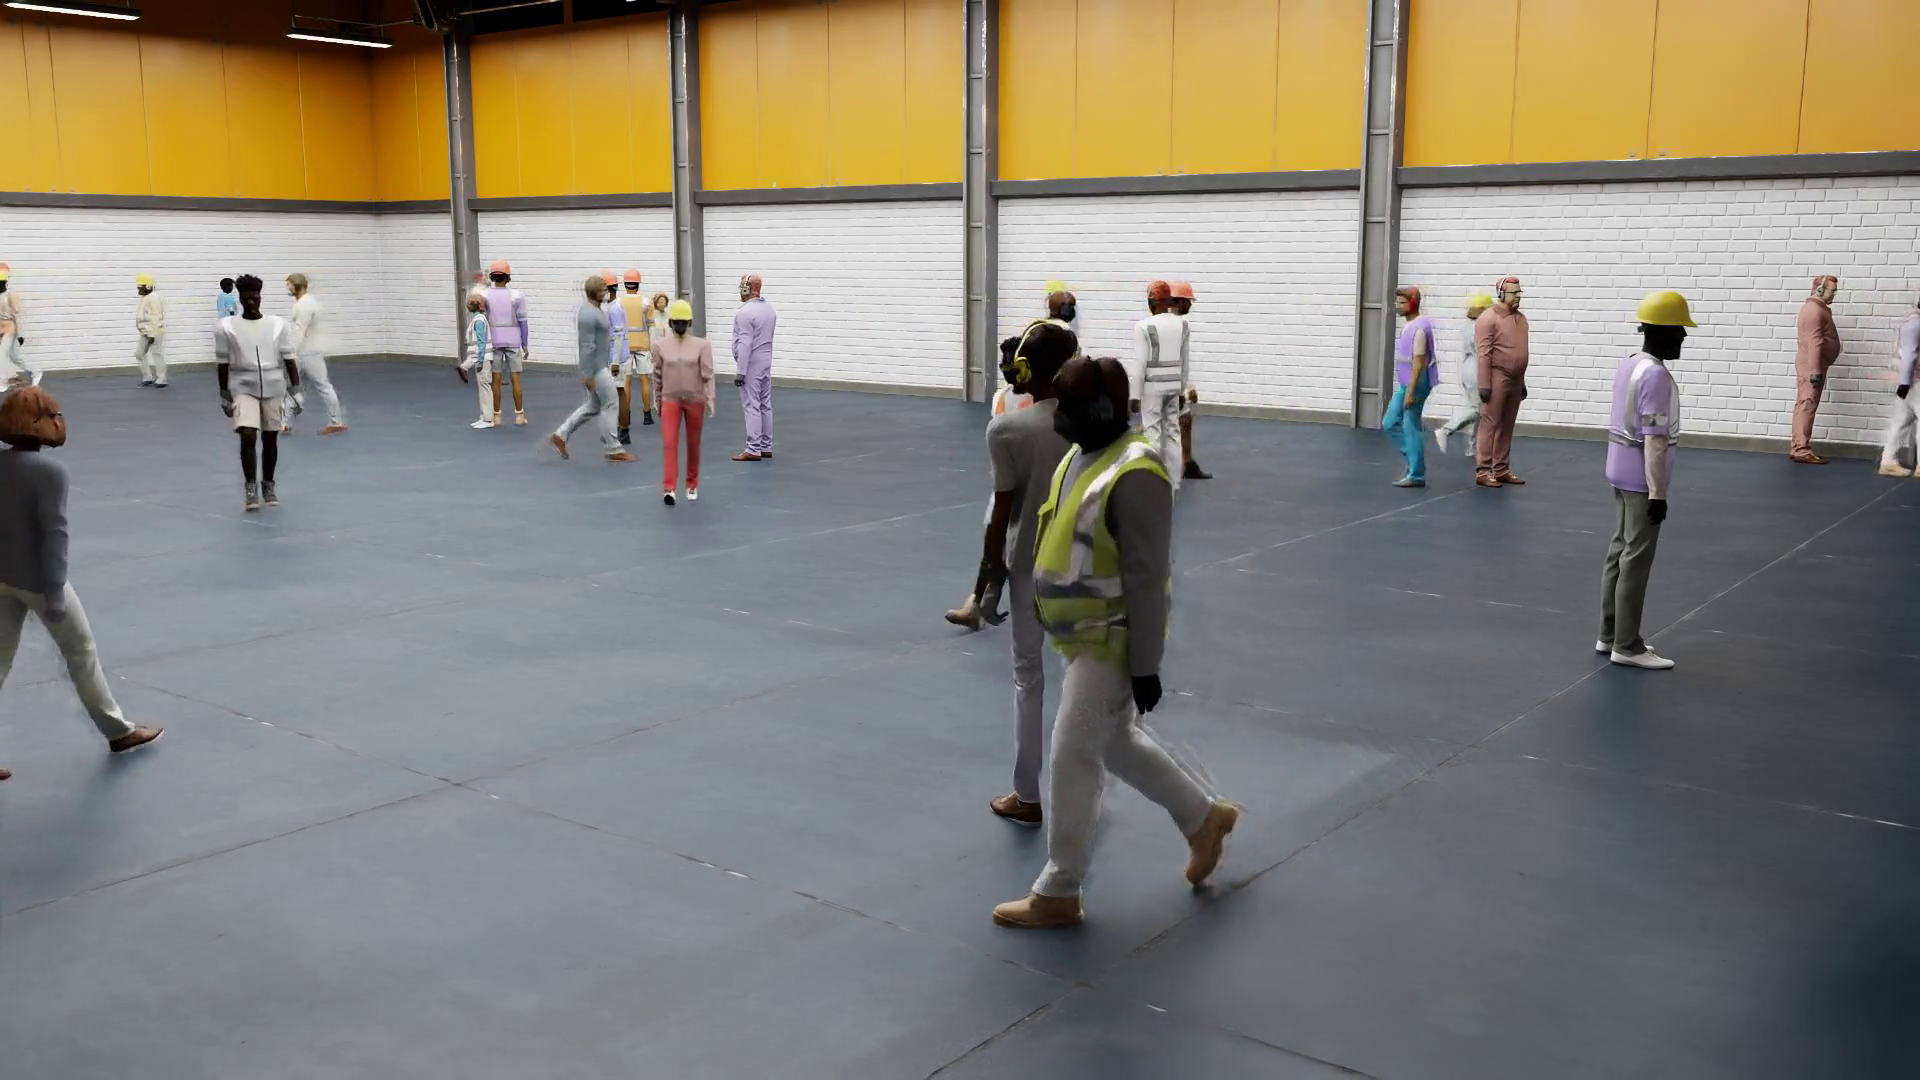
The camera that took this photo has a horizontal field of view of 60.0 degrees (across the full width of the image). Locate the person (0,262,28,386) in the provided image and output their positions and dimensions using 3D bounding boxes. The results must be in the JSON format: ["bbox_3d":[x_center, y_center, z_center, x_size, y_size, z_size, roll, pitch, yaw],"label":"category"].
[{"bbox_3d":[-15.262,-3.466,26.745,0.659,1.976,0.675,7,12,35],"label":"person"}]

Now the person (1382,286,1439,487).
[{"bbox_3d":[4.059,-1.365,14.962,0.455,1.818,0.596,0,10,1],"label":"person"}]

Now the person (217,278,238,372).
[{"bbox_3d":[-13.140,-3.858,29.877,0.532,1.693,0.319,9,14,44],"label":"person"}]

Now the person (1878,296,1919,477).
[{"bbox_3d":[9.135,-1.480,15.692,0.764,1.809,0.639,7,12,35],"label":"person"}]

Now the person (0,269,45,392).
[{"bbox_3d":[-14.647,-3.236,25.684,0.599,1.899,0.887,6,12,33],"label":"person"}]

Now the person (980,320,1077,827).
[{"bbox_3d":[0.316,0.128,6.158,0.509,1.872,0.329,-4,11,-23],"label":"person"}]

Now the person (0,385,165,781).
[{"bbox_3d":[-3.749,0.170,6.739,0.516,1.580,0.871,5,11,25],"label":"person"}]

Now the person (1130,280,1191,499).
[{"bbox_3d":[1.705,-1.268,14.236,0.574,1.886,0.356,-6,11,-31],"label":"person"}]

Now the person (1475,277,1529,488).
[{"bbox_3d":[4.961,-1.436,15.158,0.648,1.907,0.409,-8,12,-37],"label":"person"}]

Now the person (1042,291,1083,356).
[{"bbox_3d":[0.898,-1.297,14.701,0.983,1.792,0.629,-5,11,-27],"label":"person"}]

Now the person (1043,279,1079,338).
[{"bbox_3d":[1.346,-2.454,21.401,0.585,1.803,0.600,5,11,28],"label":"person"}]

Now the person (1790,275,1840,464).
[{"bbox_3d":[8.682,-1.727,16.868,0.406,1.902,0.637,4,11,22],"label":"person"}]

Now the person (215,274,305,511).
[{"bbox_3d":[-5.767,-1.212,13.748,0.633,1.933,0.808,-6,11,-31],"label":"person"}]

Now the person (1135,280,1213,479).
[{"bbox_3d":[1.856,-1.463,15.480,1.037,1.897,0.559,-1,10,-4],"label":"person"}]

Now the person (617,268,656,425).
[{"bbox_3d":[-4.035,-2.384,20.585,0.547,1.938,0.359,-2,10,-9],"label":"person"}]

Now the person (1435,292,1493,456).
[{"bbox_3d":[5.273,-1.701,17.249,0.638,1.726,0.488,-1,10,-7],"label":"person"}]

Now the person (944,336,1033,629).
[{"bbox_3d":[0.325,-0.314,9.356,0.861,1.643,0.551,-8,13,-39],"label":"person"}]

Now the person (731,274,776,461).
[{"bbox_3d":[-2.137,-1.765,17.070,0.409,1.907,0.651,3,10,19],"label":"person"}]

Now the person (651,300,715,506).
[{"bbox_3d":[-2.325,-1.146,14.016,0.528,1.718,0.910,-1,10,-8],"label":"person"}]

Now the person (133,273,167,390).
[{"bbox_3d":[-12.659,-3.227,25.840,0.568,1.813,0.627,-9,14,-44],"label":"person"}]

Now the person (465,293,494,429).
[{"bbox_3d":[-5.826,-2.169,20.200,0.315,1.639,0.515,-3,10,-18],"label":"person"}]

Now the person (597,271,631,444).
[{"bbox_3d":[-3.865,-2.019,18.492,0.385,1.927,0.545,-2,10,-14],"label":"person"}]

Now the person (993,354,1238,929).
[{"bbox_3d":[0.528,0.310,5.309,0.837,1.813,0.643,-2,10,-14],"label":"person"}]

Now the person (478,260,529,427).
[{"bbox_3d":[-5.599,-2.405,20.398,0.606,2.044,0.374,-2,10,-11],"label":"person"}]

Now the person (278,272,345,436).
[{"bbox_3d":[-7.655,-2.132,19.224,0.978,1.889,0.651,-5,11,-25],"label":"person"}]

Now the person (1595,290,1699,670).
[{"bbox_3d":[3.527,-0.310,8.542,0.381,1.924,0.593,1,10,7],"label":"person"}]

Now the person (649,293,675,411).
[{"bbox_3d":[-3.975,-2.492,22.209,0.532,1.592,0.856,-6,12,-33],"label":"person"}]

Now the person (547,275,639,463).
[{"bbox_3d":[-3.743,-1.720,16.803,0.869,1.911,0.636,-1,10,-6],"label":"person"}]

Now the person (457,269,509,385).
[{"bbox_3d":[-7.689,-3.409,26.708,0.709,1.887,0.650,-5,11,-25],"label":"person"}]
